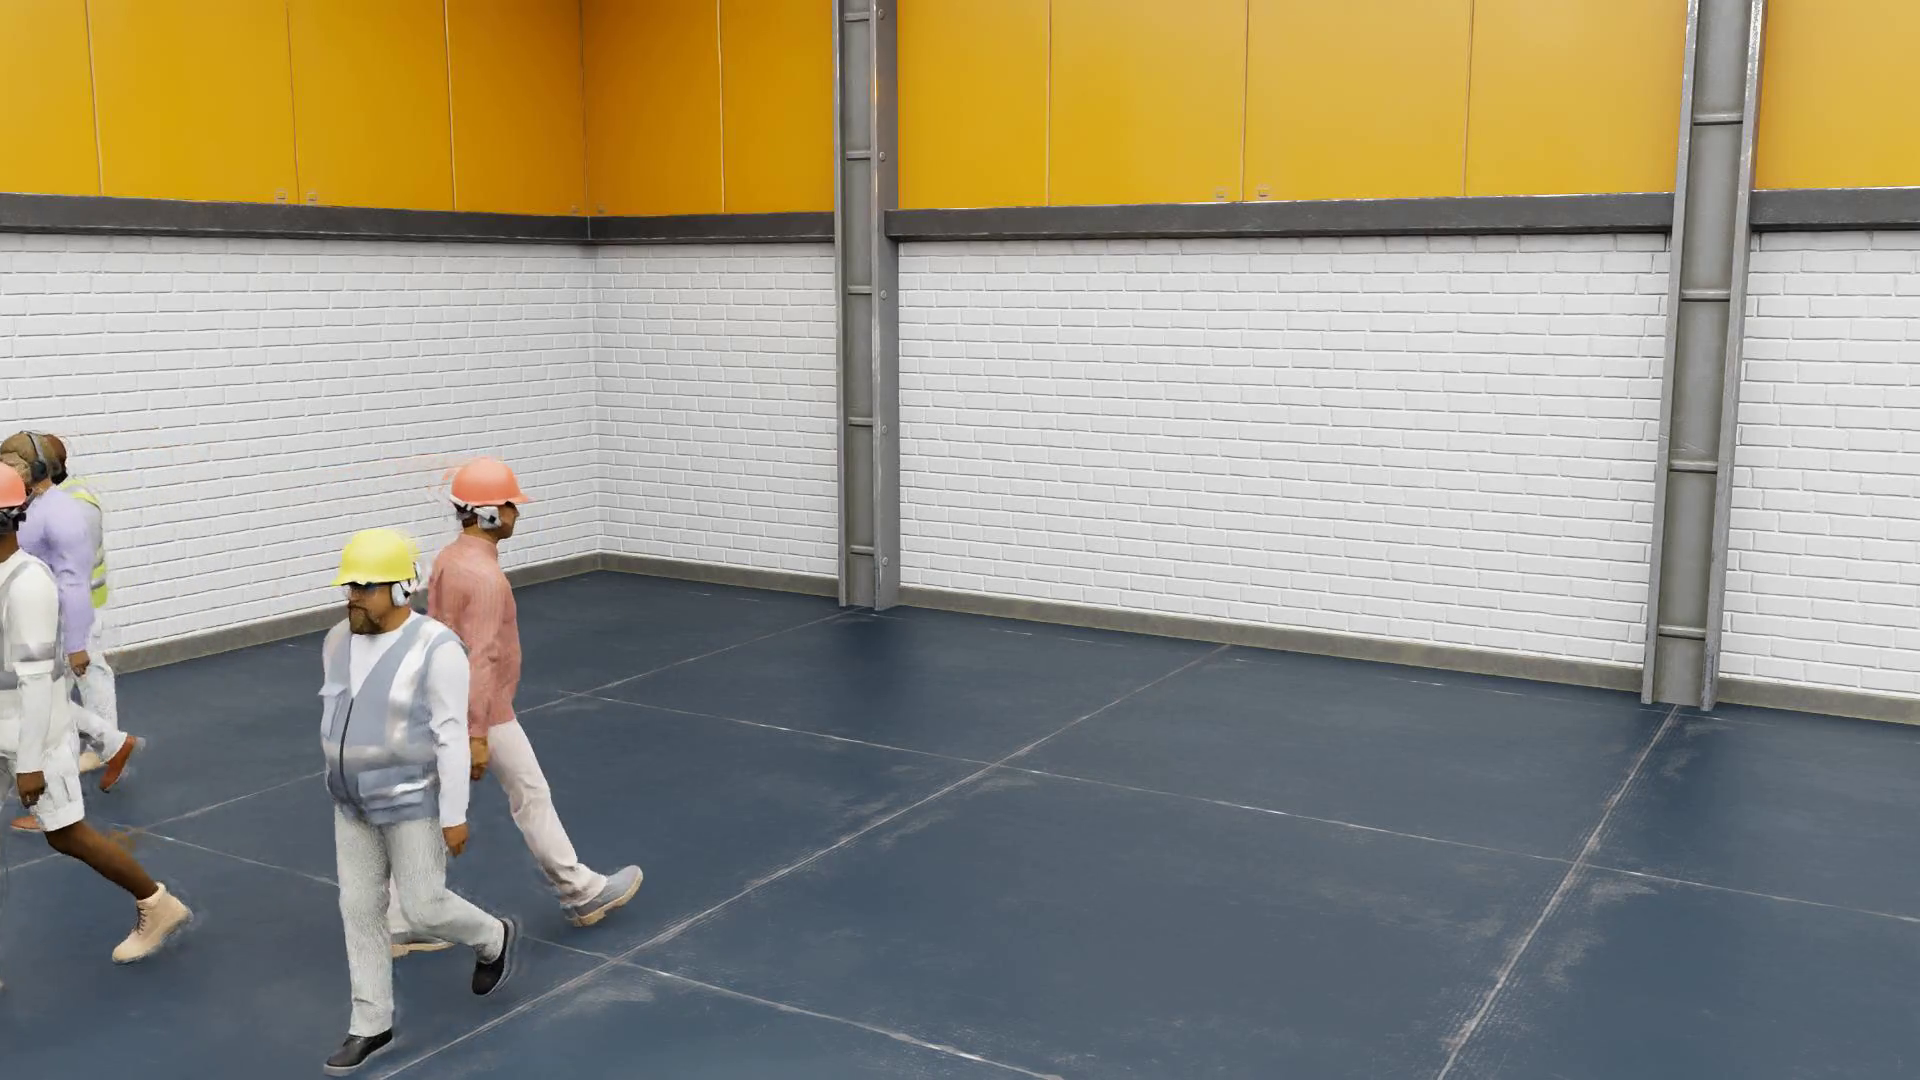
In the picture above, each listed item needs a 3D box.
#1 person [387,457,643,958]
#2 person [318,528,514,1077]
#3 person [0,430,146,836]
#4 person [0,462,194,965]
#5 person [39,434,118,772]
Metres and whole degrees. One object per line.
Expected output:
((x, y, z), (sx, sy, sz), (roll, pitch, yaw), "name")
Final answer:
((-1.819, 0.642, 6.530), (1.056, 1.930, 0.644), (-6, 11, -35), "person")
((-1.878, 0.843, 5.658), (0.590, 1.814, 0.699), (4, 10, 25), "person")
((-4.280, 0.421, 7.955), (0.637, 1.922, 0.574), (9, 13, 43), "person")
((-3.389, 0.680, 6.109), (0.620, 2.007, 1.017), (8, 12, 42), "person")
((-4.794, 0.356, 8.698), (0.650, 1.815, 0.704), (7, 11, 37), "person")
